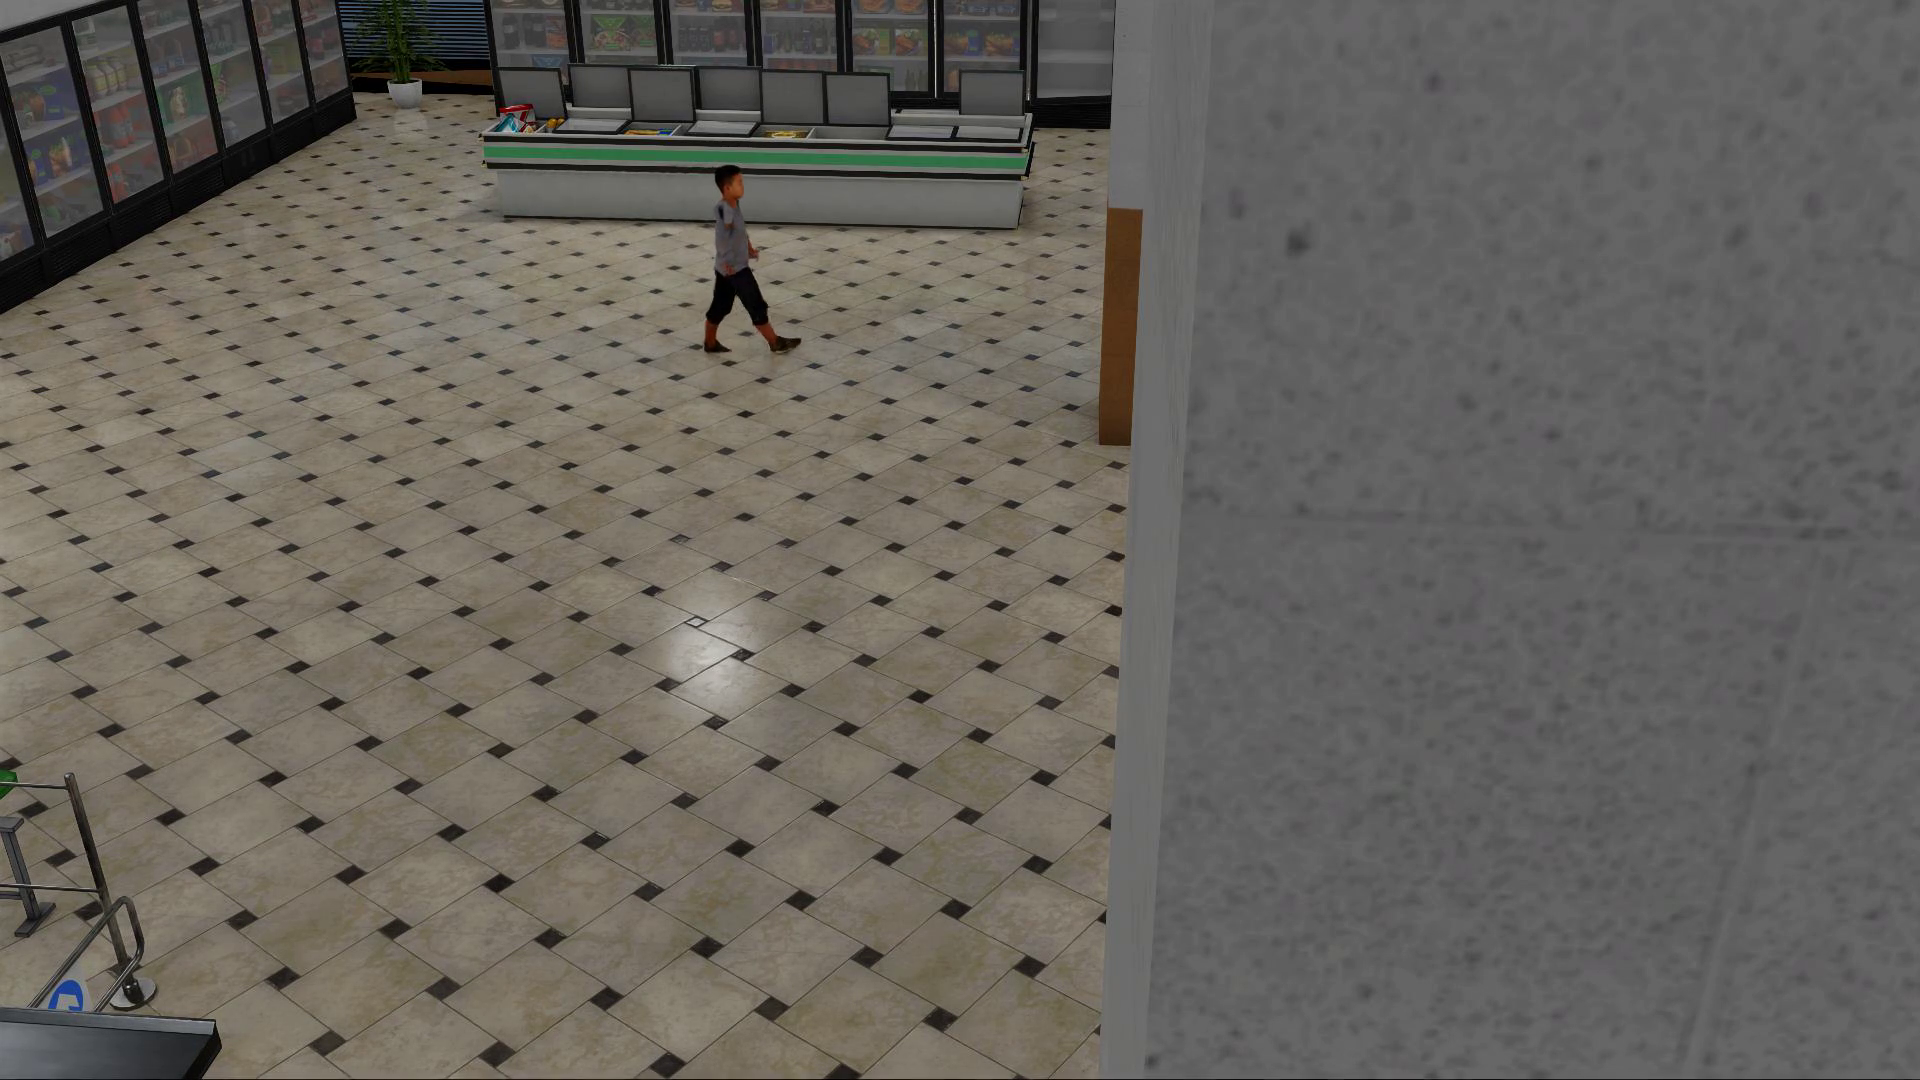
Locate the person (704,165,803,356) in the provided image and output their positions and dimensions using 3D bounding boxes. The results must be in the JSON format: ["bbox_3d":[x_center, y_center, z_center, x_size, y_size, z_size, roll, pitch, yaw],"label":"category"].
[{"bbox_3d":[-1.708,-2.034,11.991,1.005,1.429,0.695,-3,27,-5],"label":"person"}]
